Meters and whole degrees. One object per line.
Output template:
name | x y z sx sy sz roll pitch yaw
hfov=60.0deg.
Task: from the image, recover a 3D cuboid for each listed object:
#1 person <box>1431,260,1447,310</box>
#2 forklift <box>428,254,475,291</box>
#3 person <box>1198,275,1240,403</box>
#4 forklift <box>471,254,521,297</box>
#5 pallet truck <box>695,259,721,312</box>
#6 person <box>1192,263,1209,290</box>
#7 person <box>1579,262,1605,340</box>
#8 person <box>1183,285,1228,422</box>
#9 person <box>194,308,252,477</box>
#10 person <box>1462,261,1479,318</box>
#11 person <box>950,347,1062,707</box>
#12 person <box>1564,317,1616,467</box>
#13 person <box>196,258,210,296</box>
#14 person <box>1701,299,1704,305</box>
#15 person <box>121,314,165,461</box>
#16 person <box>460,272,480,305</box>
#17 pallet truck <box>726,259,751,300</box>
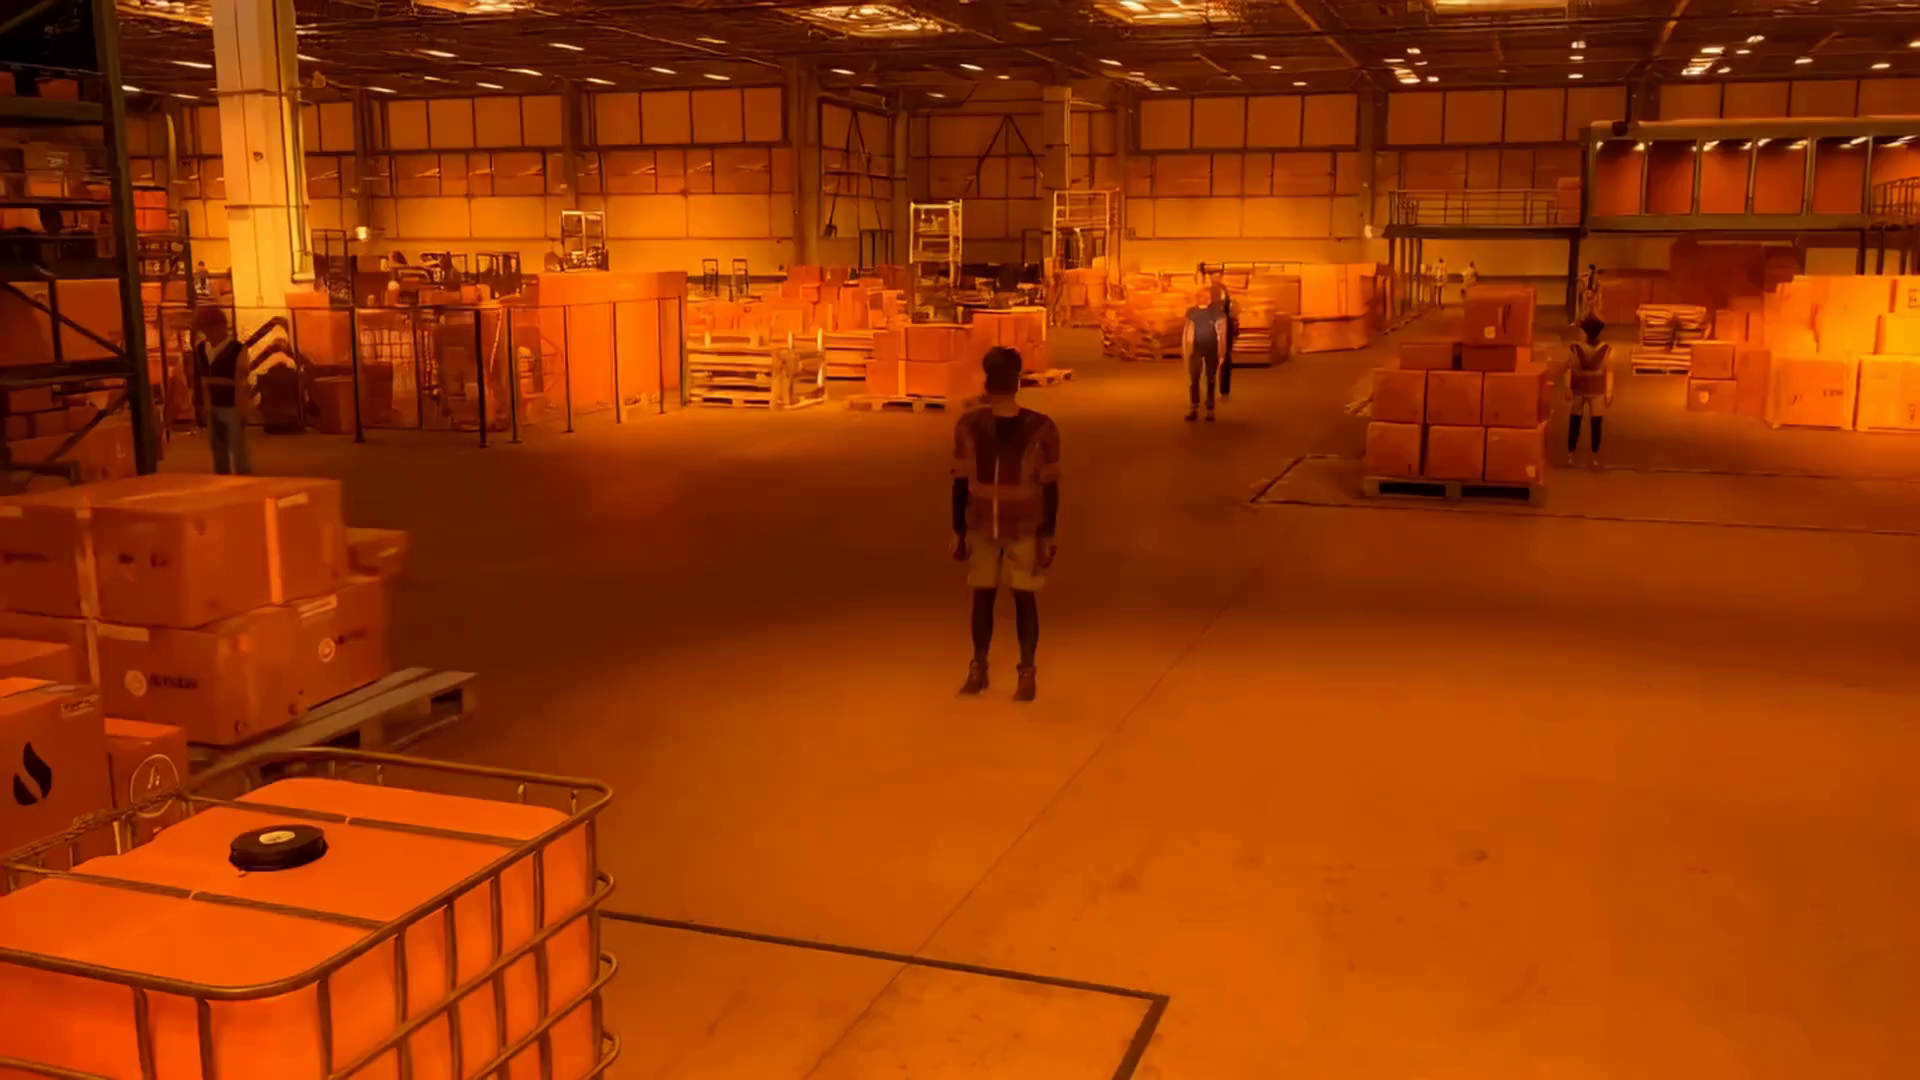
person | 18.422 -9.810 64.007 0.594 1.924 0.381 3 11 19
forklift | -20.133 -10.254 65.465 1.157 1.987 2.680 3 11 19
person | 4.066 -3.186 26.381 0.701 2.000 0.538 2 10 13
forklift | -17.990 -10.121 64.684 1.157 1.987 2.680 3 11 17
pallet truck | -9.165 -9.627 62.776 0.823 1.965 1.885 4 11 23
person | 8.236 -8.545 56.998 0.584 1.882 0.337 3 11 19
person | 16.581 -6.261 43.690 0.614 2.040 0.390 3 11 19
person | 3.465 -2.639 23.588 0.635 1.936 0.356 3 11 19
person | -6.955 -1.232 15.728 0.596 1.914 0.373 3 11 19
person | 17.543 -8.602 57.180 0.551 1.932 0.378 3 11 19
person | 0.235 -0.068 9.031 0.613 1.961 0.368 3 11 19
person | 7.097 -1.663 18.772 0.540 1.695 0.317 3 11 19
person | -29.918 -10.135 65.709 0.646 1.979 0.457 5 11 27
person | 22.638 -7.447 50.845 0.533 1.868 0.310 3 11 19
person | -9.489 -1.857 19.192 0.551 1.932 0.378 3 11 19
person | -11.453 -5.308 38.828 0.533 1.864 0.310 3 11 19
pallet truck | -7.986 -9.493 62.019 0.823 1.965 1.885 3 11 17
